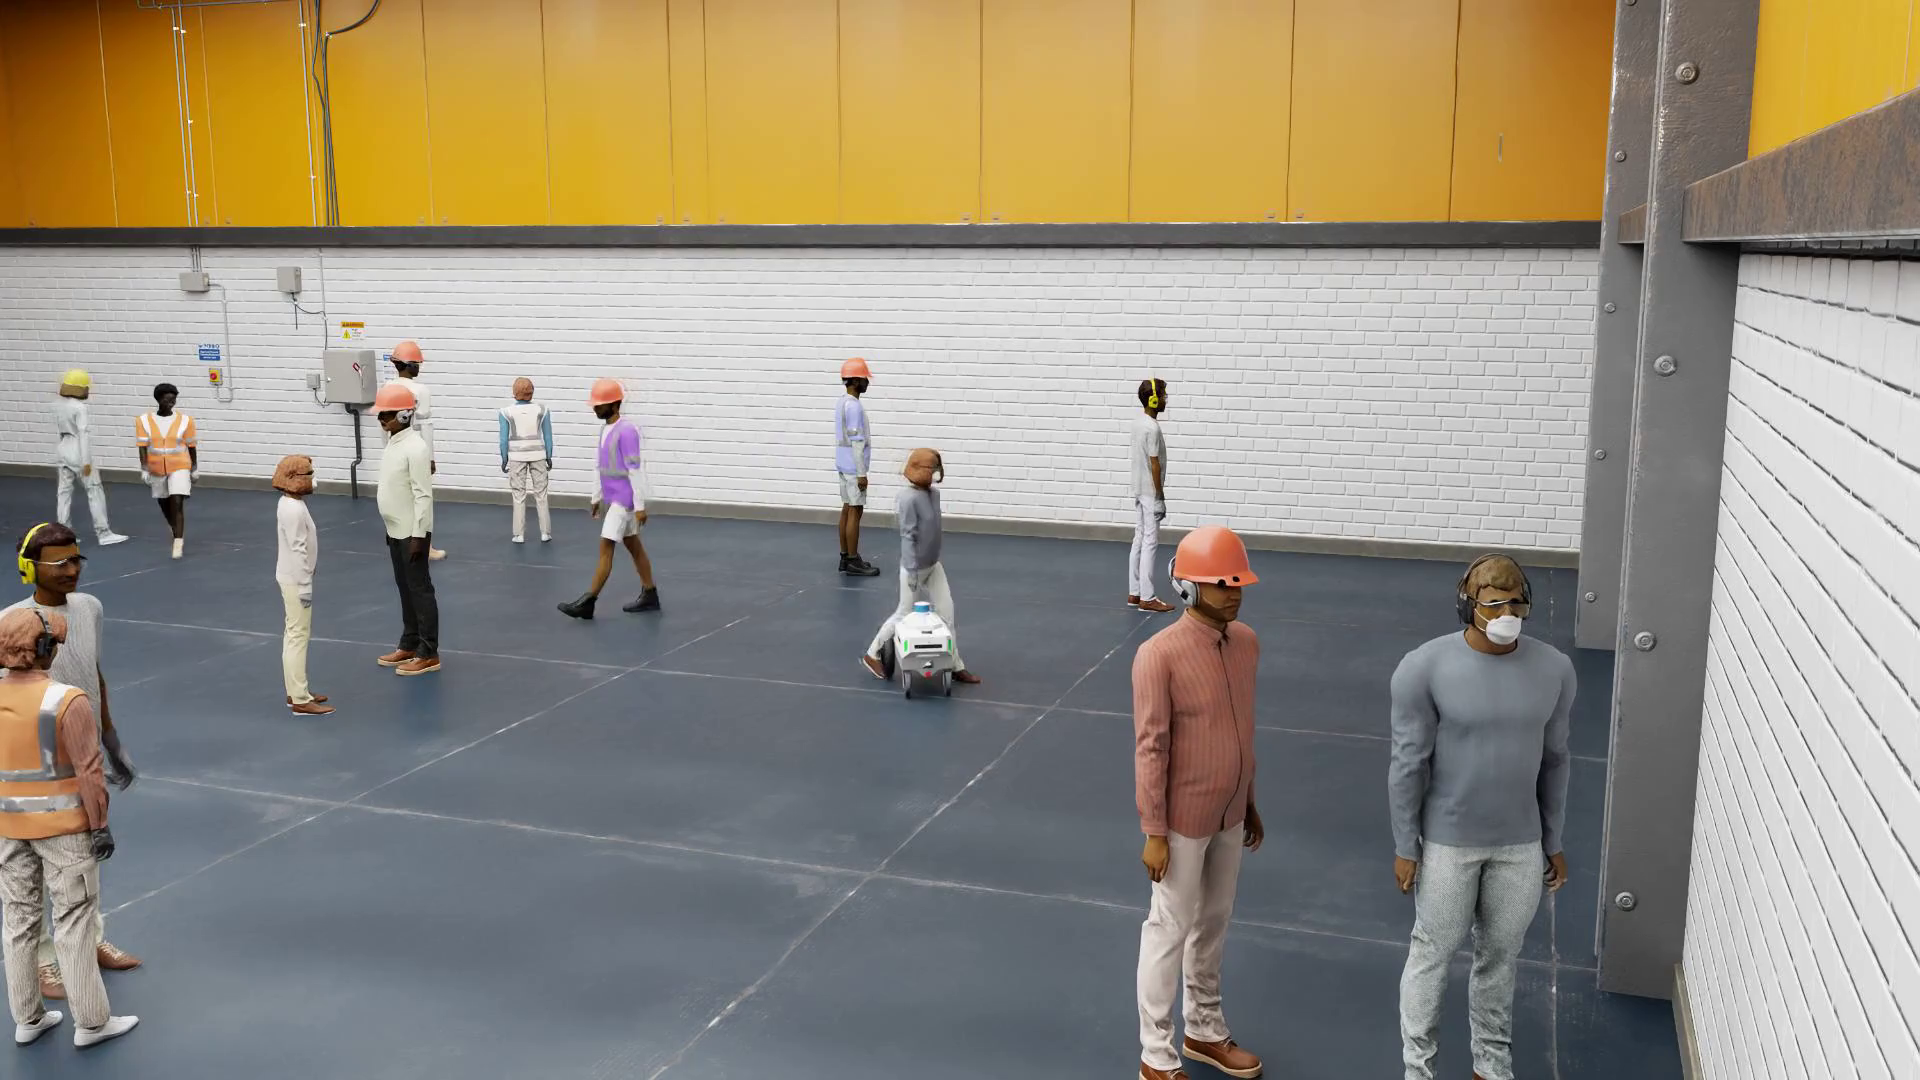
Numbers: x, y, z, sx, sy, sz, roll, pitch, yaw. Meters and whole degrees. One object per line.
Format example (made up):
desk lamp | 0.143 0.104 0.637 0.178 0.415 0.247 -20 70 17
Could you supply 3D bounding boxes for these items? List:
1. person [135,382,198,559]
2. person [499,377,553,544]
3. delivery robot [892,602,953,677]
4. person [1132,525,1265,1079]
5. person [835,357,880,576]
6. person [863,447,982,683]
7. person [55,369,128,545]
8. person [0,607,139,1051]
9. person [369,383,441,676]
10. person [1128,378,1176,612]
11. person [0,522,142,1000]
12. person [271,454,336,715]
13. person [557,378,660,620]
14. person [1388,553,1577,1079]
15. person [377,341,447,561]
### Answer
person | -7.517 -0.689 15.810 0.520 1.659 0.879 -3 10 -16
person | -4.247 -0.776 16.319 0.511 1.641 0.308 -4 11 -20
delivery robot | -0.251 0.655 11.050 0.477 0.478 0.707 -1 10 -8
person | 0.831 0.931 5.708 0.381 1.994 0.613 10 14 44
person | -0.924 -0.649 14.759 0.350 1.941 0.545 -3 11 -17
person | -0.278 0.166 11.131 0.809 1.600 0.512 5 11 27
person | -8.539 -0.791 16.224 0.581 1.719 0.576 5 11 28
person | -3.322 1.049 6.041 0.514 1.640 0.310 2 10 11
person | -3.799 -0.078 11.383 0.381 1.995 0.611 -7 12 -36
person | 1.534 -0.356 13.338 0.328 1.862 0.512 -3 10 -14
person | -3.522 0.846 6.543 0.316 1.868 0.534 3 11 18
person | -4.132 0.273 10.426 0.285 1.633 0.501 -5 11 -25
person | -2.788 -0.318 13.029 0.957 1.883 0.584 -6 11 -29
person | 1.717 0.996 5.497 0.630 1.940 0.370 -2 10 -10
person | -5.088 -0.816 15.409 0.609 2.044 0.396 5 11 27
